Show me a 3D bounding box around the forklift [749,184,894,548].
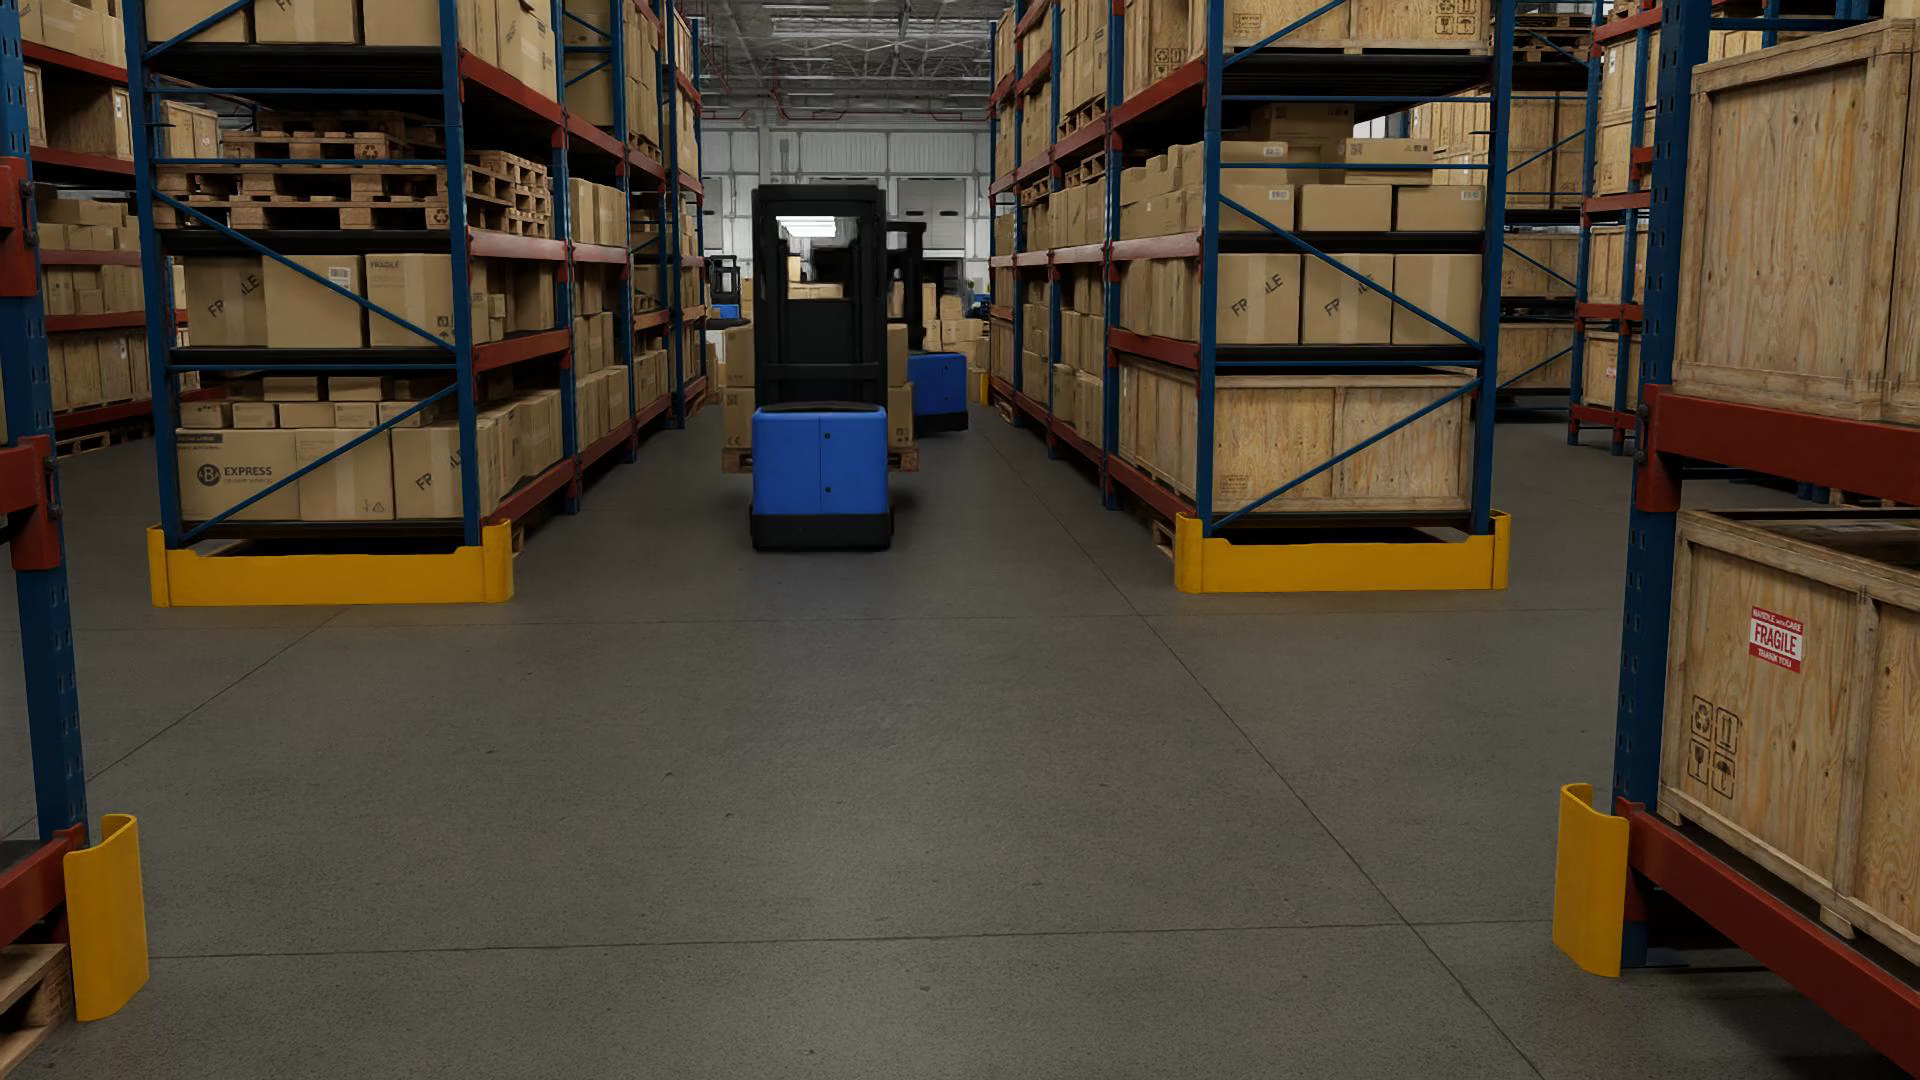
[{"bbox_3d":[-1.114,-1.426,13.287,1.129,2.768,1.873,-1,9,-4],"label":"forklift"}]

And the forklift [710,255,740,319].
[{"bbox_3d":[-8.366,-8.713,59.037,1.129,2.768,1.873,-1,9,-4],"label":"forklift"}]

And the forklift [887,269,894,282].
[{"bbox_3d":[-1.572,-6.537,45.376,1.129,2.768,1.873,3,9,16],"label":"forklift"}]

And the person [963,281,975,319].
[{"bbox_3d":[0.384,-8.326,59.665,0.743,1.909,0.650,-8,12,-40],"label":"person"}]

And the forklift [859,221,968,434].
[{"bbox_3d":[-0.876,-2.845,22.192,1.129,2.768,1.873,-9,13,-44],"label":"forklift"}]

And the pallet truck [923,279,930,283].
[{"bbox_3d":[-0.932,-8.922,63.114,1.885,1.965,0.823,2,9,13],"label":"pallet truck"}]
